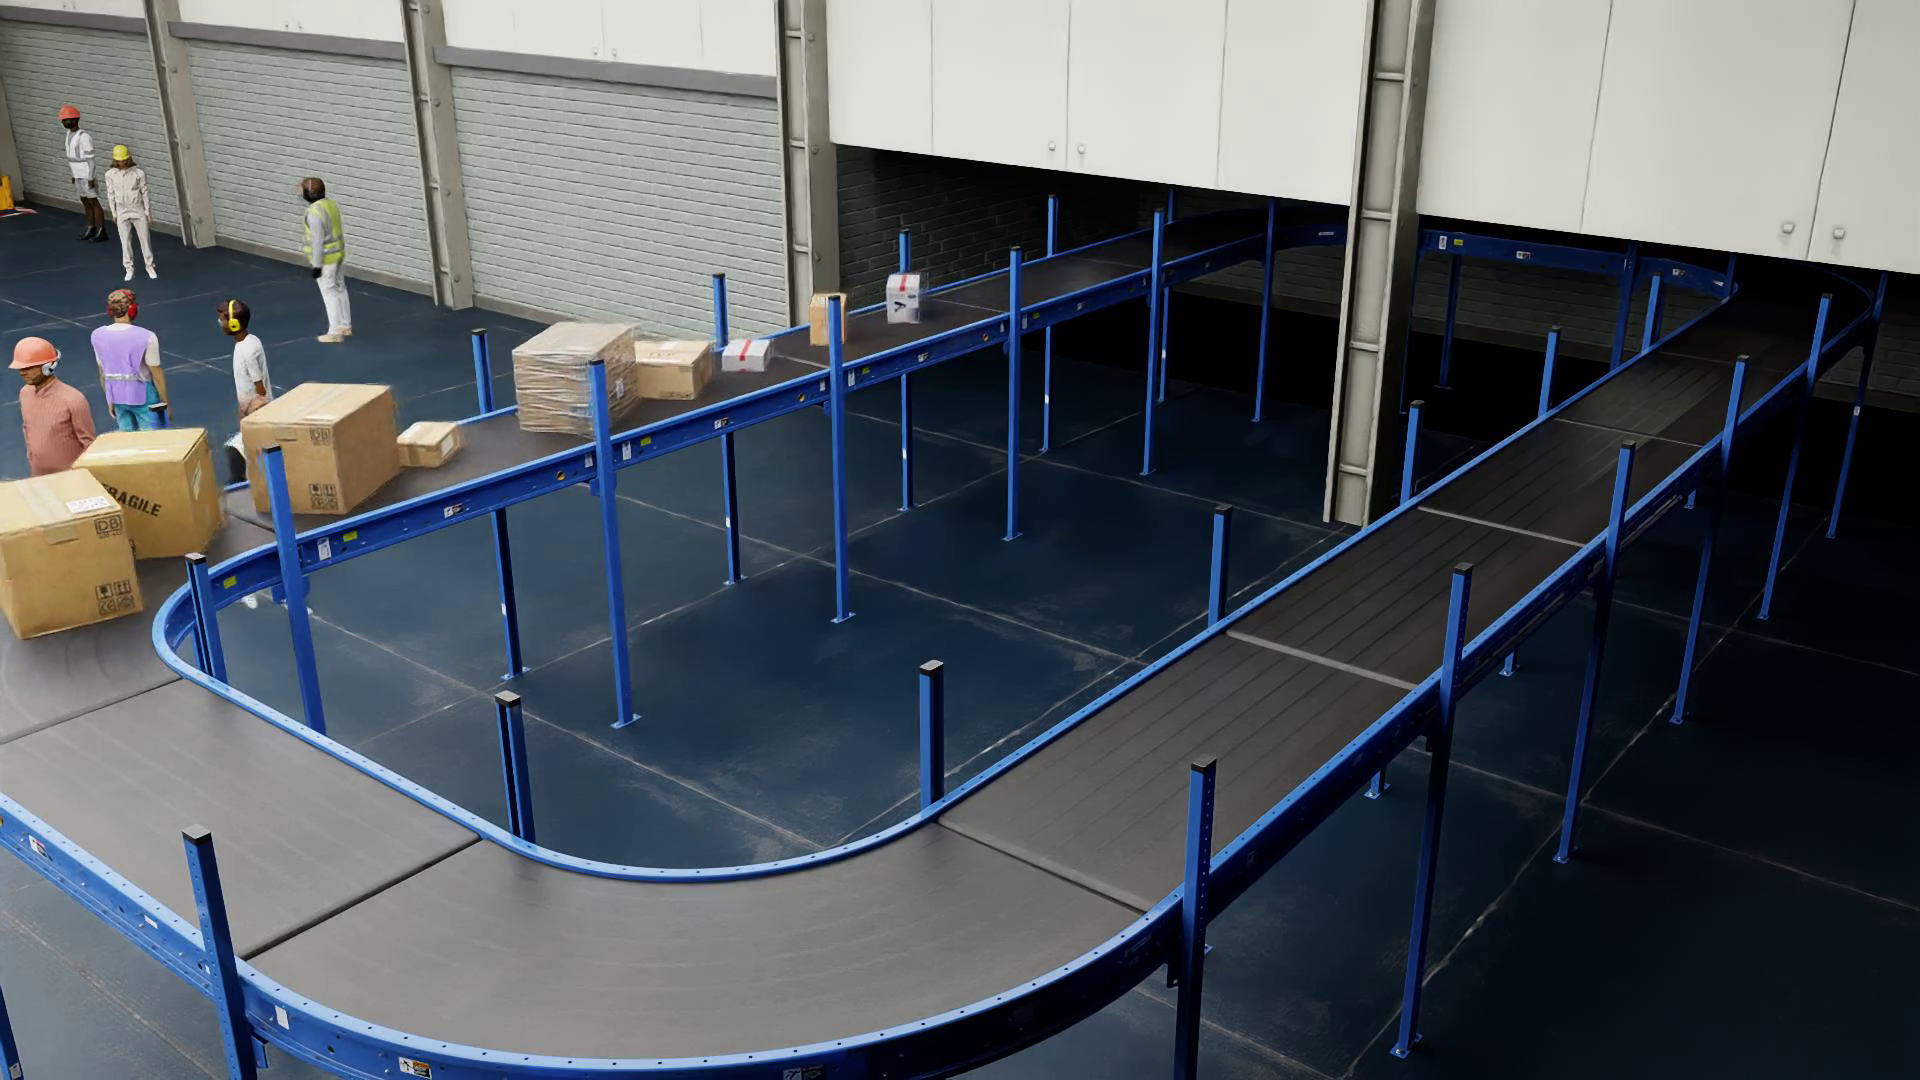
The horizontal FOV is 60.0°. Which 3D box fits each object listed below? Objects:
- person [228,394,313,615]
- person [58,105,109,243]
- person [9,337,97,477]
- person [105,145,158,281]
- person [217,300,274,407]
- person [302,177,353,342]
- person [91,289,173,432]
[{"bbox_3d":[-4.835,-0.242,11.590,0.448,1.624,0.521,11,24,26],"label":"person"},{"bbox_3d":[-12.613,-5.252,23.887,0.542,1.939,0.364,15,26,33],"label":"person"},{"bbox_3d":[-6.262,-0.448,11.607,0.622,1.992,0.394,9,23,21],"label":"person"},{"bbox_3d":[-10.780,-4.256,21.626,0.485,1.741,0.302,-9,23,-21],"label":"person"},{"bbox_3d":[-5.566,-0.983,13.142,0.315,1.865,0.526,-9,23,-22],"label":"person"},{"bbox_3d":[-7.127,-3.151,18.685,0.429,1.840,0.633,1,21,2],"label":"person"},{"bbox_3d":[-6.703,-1.114,13.519,0.561,1.836,0.394,3,22,8],"label":"person"}]
